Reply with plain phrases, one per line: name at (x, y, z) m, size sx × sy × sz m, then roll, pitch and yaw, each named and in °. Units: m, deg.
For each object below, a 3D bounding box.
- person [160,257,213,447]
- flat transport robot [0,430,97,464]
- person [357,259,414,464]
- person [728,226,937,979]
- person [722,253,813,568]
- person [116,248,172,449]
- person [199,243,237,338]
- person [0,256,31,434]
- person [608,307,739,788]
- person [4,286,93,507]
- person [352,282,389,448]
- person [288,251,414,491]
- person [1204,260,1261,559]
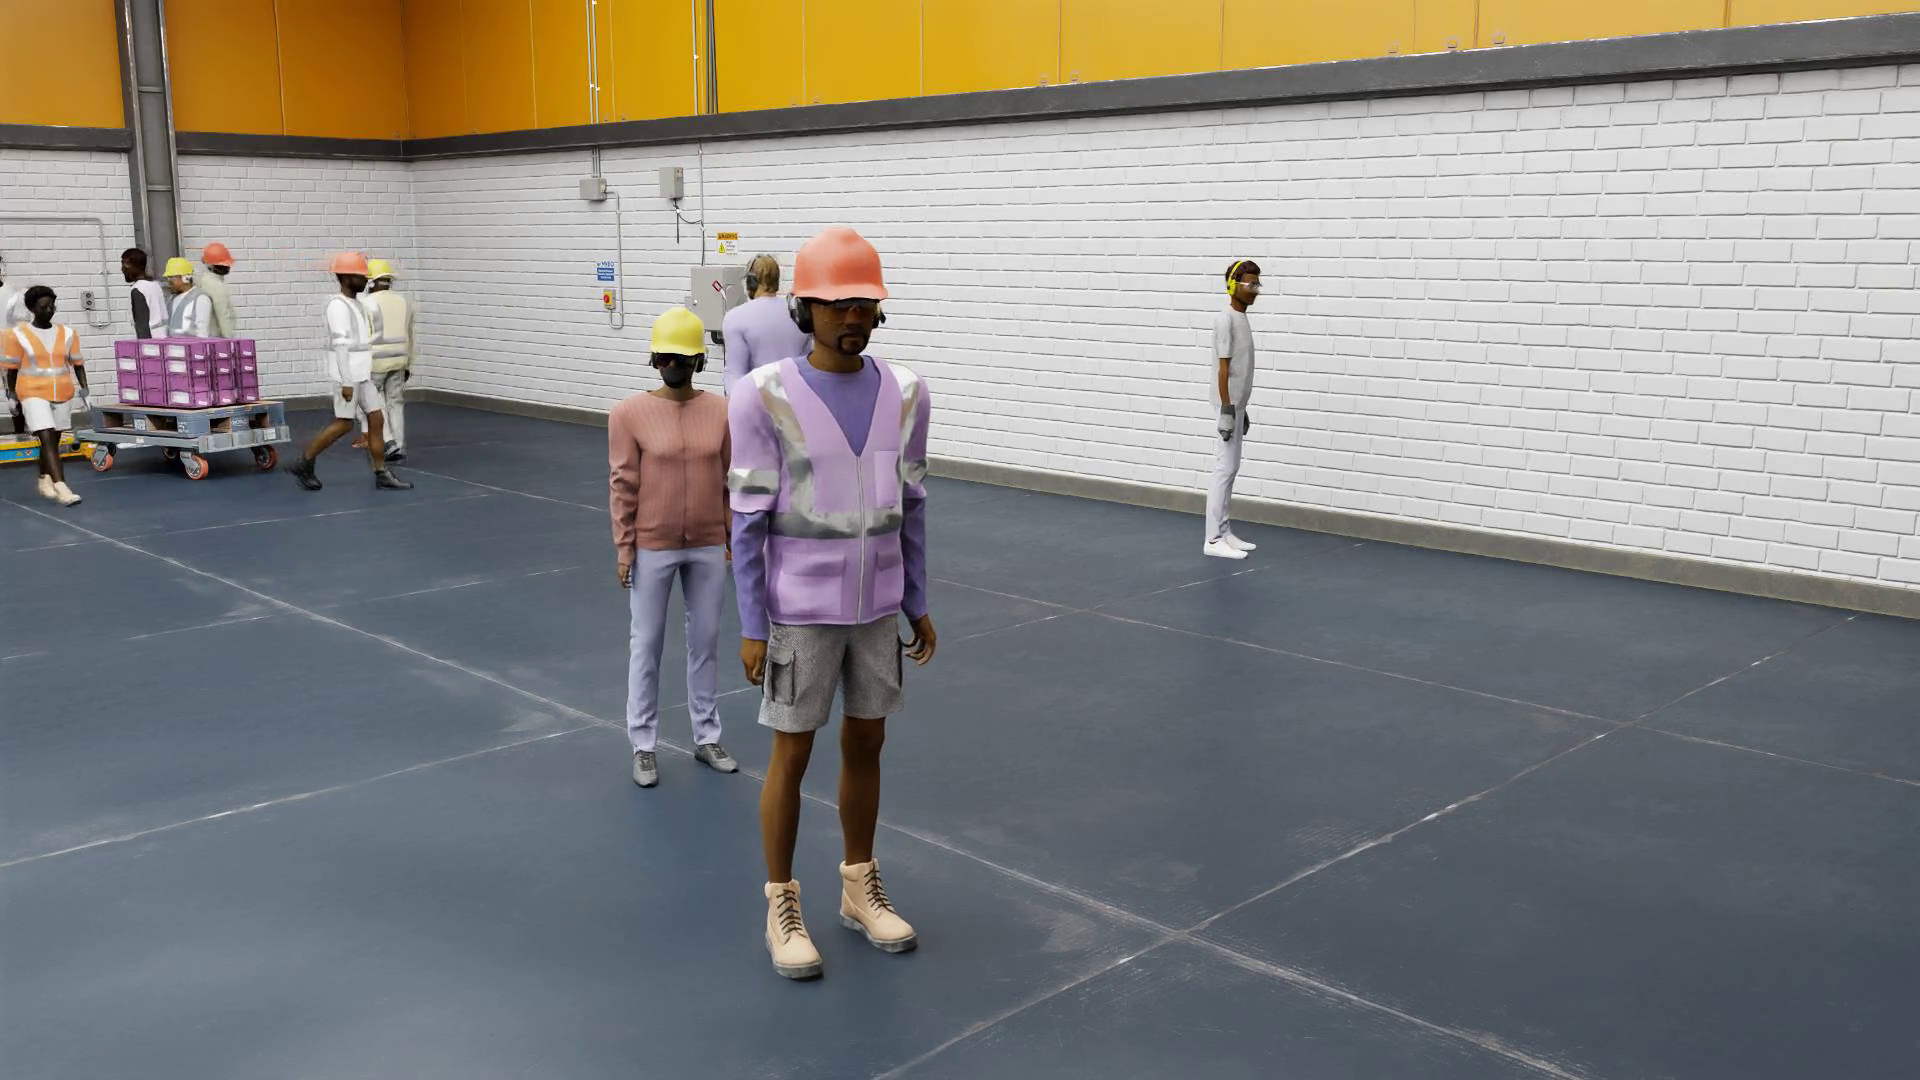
person at (-7.429, -1.811, 16.038) m, size 0.616 × 1.811 × 0.686 m, roll 6°, pitch 12°, yaw 31°
flat transport robot at (-8.416, -0.800, 14.734) m, size 0.652 × 0.197 × 1.431 m, roll 8°, pitch 13°, yaw 37°
person at (-5.090, -1.566, 14.688) m, size 0.434 × 1.816 × 0.621 m, roll 7°, pitch 12°, yaw 32°
person at (-0.325, 0.176, 4.580) m, size 0.610 × 2.042 × 0.396 m, roll -6°, pitch 12°, yaw -31°
person at (-1.224, -0.748, 9.973) m, size 0.660 × 1.906 × 0.906 m, roll -9°, pitch 14°, yaw -39°
person at (-7.796, -1.822, 15.884) m, size 0.549 × 1.897 × 0.677 m, roll -1°, pitch 10°, yaw -7°
person at (-7.424, -1.995, 16.709) m, size 0.398 × 1.948 × 0.715 m, roll -5°, pitch 12°, yaw -26°
person at (-8.746, -1.685, 15.094) m, size 0.637 × 1.910 × 0.871 m, roll -2°, pitch 11°, yaw -9°
person at (-1.030, 0.025, 6.167) m, size 0.526 × 1.765 × 0.329 m, roll -5°, pitch 12°, yaw -27°
person at (-6.881, -1.091, 12.560) m, size 0.880 × 1.648 × 0.540 m, roll 8°, pitch 13°, yaw 37°
person at (-5.676, -1.789, 15.769) m, size 0.511 × 1.866 × 0.596 m, roll -2°, pitch 11°, yaw -12°
person at (-4.848, -1.310, 13.076) m, size 0.889 × 1.909 × 0.555 m, roll 0°, pitch 10°, yaw -2°
person at (1.736, -0.824, 10.527) m, size 0.315 × 1.862 × 0.526 m, roll 4°, pitch 11°, yaw 21°
